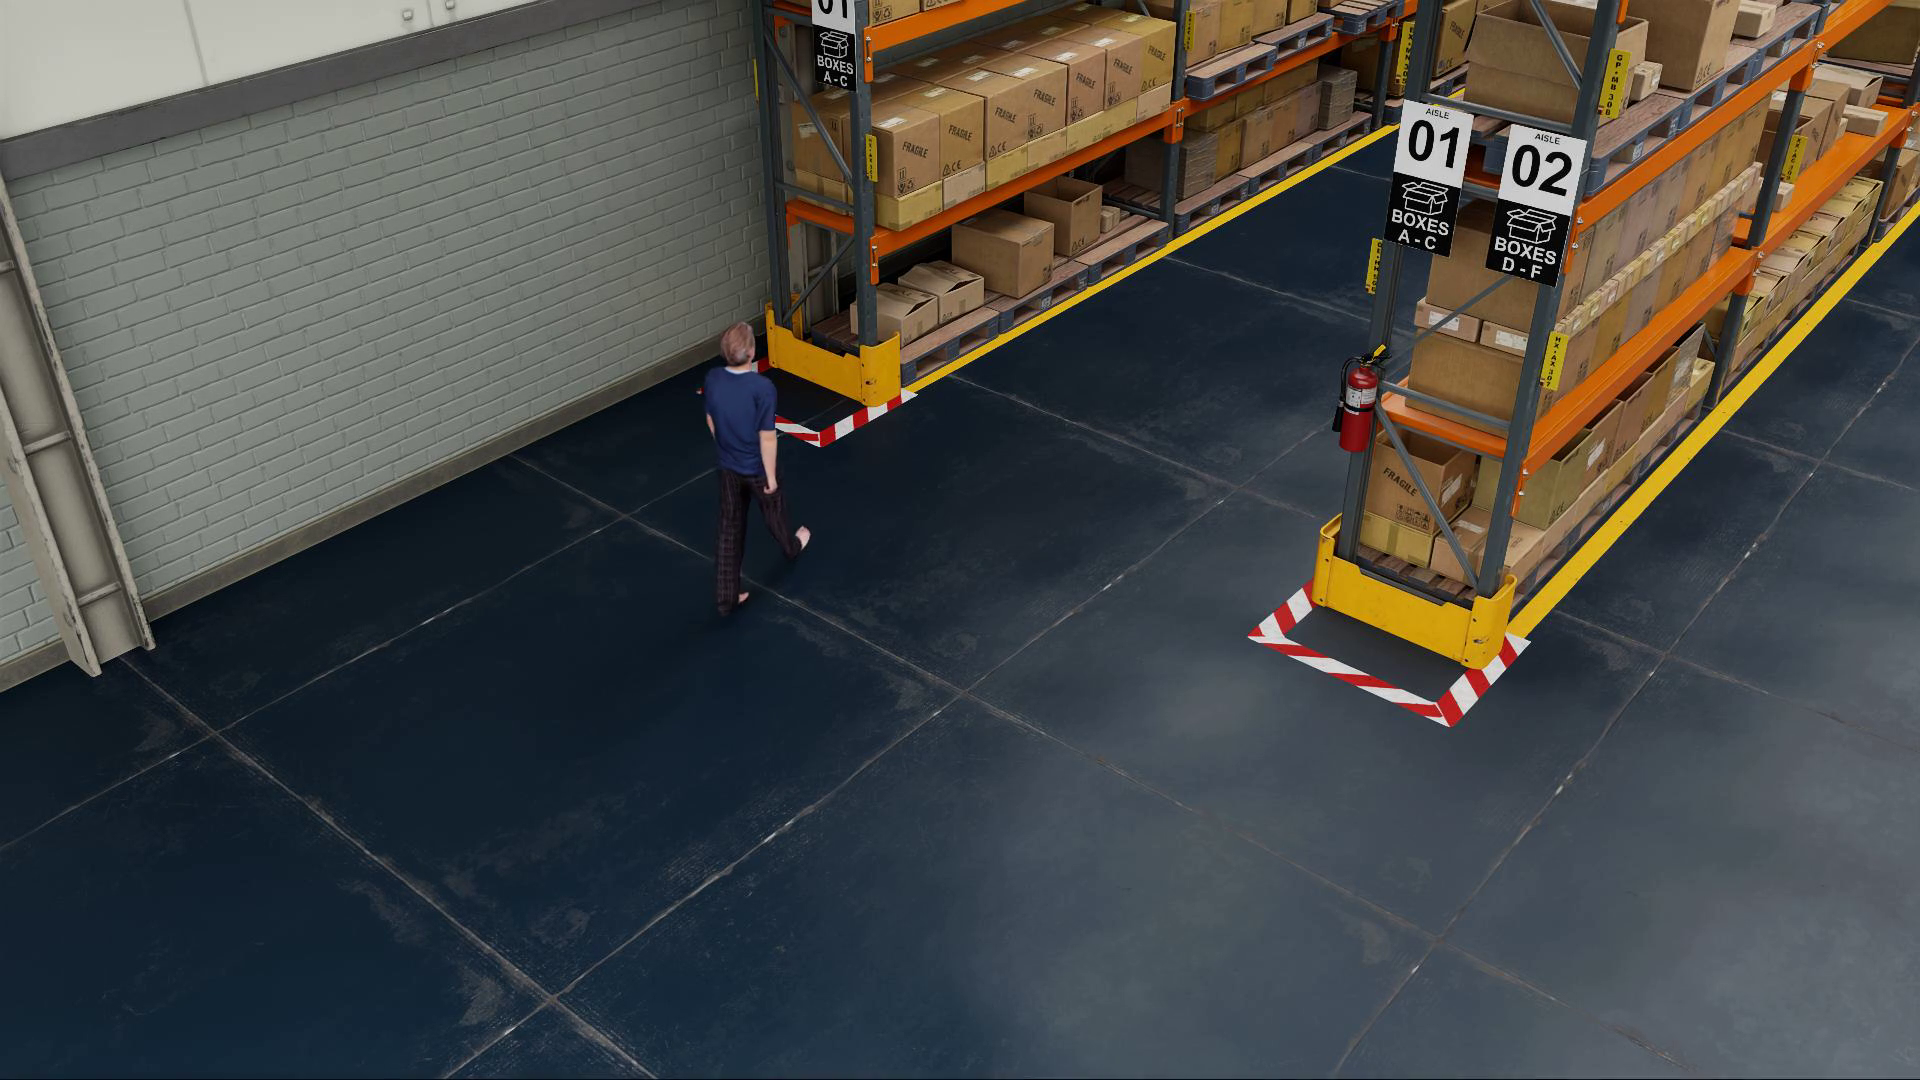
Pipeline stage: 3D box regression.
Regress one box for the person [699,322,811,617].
[{"bbox_3d":[-1.324,-0.377,9.958,0.941,1.816,1.271,12,35,18],"label":"person"}]
